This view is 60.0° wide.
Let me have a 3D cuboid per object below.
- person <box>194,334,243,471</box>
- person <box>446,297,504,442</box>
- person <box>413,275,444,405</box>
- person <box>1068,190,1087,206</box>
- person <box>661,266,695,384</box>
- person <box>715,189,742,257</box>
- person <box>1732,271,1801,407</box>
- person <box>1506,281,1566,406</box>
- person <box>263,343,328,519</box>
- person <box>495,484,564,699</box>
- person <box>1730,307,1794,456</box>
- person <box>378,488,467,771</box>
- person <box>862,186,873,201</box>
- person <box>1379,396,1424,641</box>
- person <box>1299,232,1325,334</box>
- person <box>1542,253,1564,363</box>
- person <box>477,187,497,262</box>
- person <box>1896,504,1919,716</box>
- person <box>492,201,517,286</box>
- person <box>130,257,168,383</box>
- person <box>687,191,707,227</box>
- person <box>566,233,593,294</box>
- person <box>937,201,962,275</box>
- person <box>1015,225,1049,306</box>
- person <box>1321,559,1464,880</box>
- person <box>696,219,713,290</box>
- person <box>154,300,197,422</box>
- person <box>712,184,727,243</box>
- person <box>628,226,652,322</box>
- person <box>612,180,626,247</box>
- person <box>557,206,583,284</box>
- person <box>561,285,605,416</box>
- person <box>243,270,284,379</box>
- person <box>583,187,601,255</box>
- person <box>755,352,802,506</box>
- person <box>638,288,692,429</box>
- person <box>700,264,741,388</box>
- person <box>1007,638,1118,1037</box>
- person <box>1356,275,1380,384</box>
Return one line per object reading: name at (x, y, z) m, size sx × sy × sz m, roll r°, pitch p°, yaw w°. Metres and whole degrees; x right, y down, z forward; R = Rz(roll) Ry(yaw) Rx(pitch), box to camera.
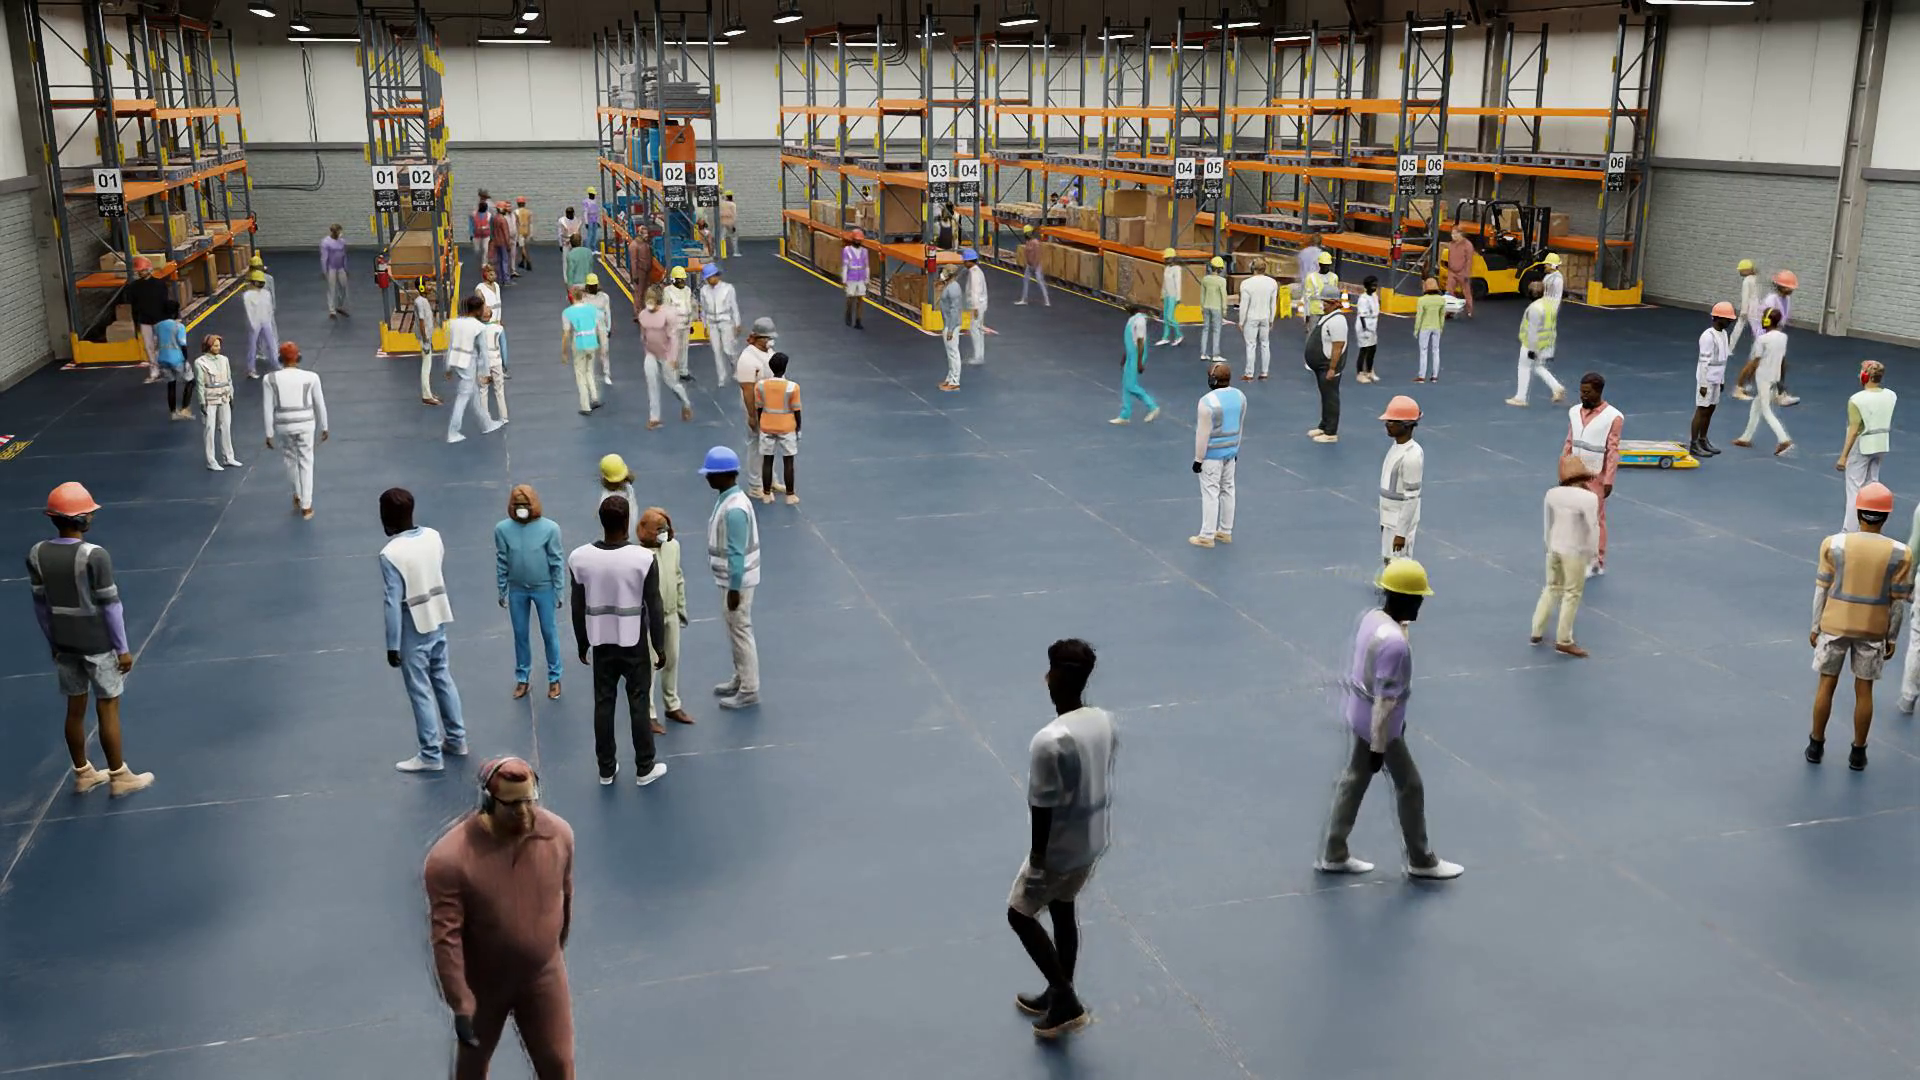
person at (-8.917, -1.650, 19.934) m, size 0.313 × 1.634 × 0.514 m, roll 6°, pitch 16°, yaw 22°
person at (-6.378, -2.247, 21.756) m, size 0.587 × 1.844 × 1.013 m, roll 10°, pitch 18°, yaw 33°
person at (-7.757, -2.911, 24.219) m, size 0.329 × 1.872 × 0.511 m, roll -4°, pitch 15°, yaw -15°
person at (3.273, -8.626, 45.608) m, size 0.634 × 1.929 × 0.555 m, roll -6°, pitch 16°, yaw -21°
person at (-4.376, -3.362, 25.988) m, size 0.403 × 1.830 × 0.601 m, roll 10°, pitch 18°, yaw 32°
person at (-6.524, -8.848, 46.536) m, size 0.596 × 1.894 × 0.918 m, roll 9°, pitch 18°, yaw 32°
person at (11.739, -2.908, 24.045) m, size 0.616 × 1.949 × 1.110 m, roll -10°, pitch 18°, yaw -32°
person at (8.352, -2.817, 23.965) m, size 0.710 × 1.818 × 0.635 m, roll 12°, pitch 19°, yaw 37°
person at (-7.109, -1.205, 17.857) m, size 0.607 × 1.833 × 0.969 m, roll -4°, pitch 15°, yaw -15°
person at (-3.172, 0.378, 12.309) m, size 0.501 × 1.628 × 0.279 m, roll 1°, pitch 15°, yaw 2°
person at (10.155, -1.994, 20.853) m, size 0.536 × 1.840 × 0.926 m, roll -8°, pitch 17°, yaw -27°
person at (-3.579, 0.587, 11.003) m, size 0.409 × 1.905 × 0.605 m, roll 4°, pitch 15°, yaw 15°
person at (-2.733, -9.535, 49.179) m, size 0.328 × 1.859 × 0.511 m, roll -9°, pitch 18°, yaw -32°
person at (3.544, -0.161, 13.536) m, size 0.371 × 2.044 × 0.608 m, roll 0°, pitch 15°, yaw 1°
person at (6.602, -4.805, 31.251) m, size 0.489 × 1.922 × 0.628 m, roll -12°, pitch 19°, yaw -39°
person at (9.924, -3.913, 28.057) m, size 0.403 × 1.834 × 0.588 m, roll 0°, pitch 15°, yaw 0°
person at (-12.847, -8.567, 45.176) m, size 0.582 × 2.000 × 0.696 m, roll -2°, pitch 15°, yaw -8°
person at (7.087, 0.332, 11.886) m, size 0.612 × 1.940 × 0.419 m, roll 10°, pitch 18°, yaw 34°
person at (-10.832, -7.017, 39.448) m, size 0.392 × 1.985 × 0.610 m, roll -14°, pitch 20°, yaw -42°
person at (-12.601, -3.416, 25.909) m, size 0.621 × 1.978 × 0.405 m, roll 0°, pitch 15°, yaw 1°
person at (-7.391, -8.981, 46.825) m, size 0.622 × 1.990 × 0.402 m, roll -11°, pitch 18°, yaw -36°
person at (-7.100, -4.771, 31.107) m, size 0.364 × 1.933 × 0.630 m, roll 10°, pitch 18°, yaw 33°
person at (-0.267, -7.621, 41.997) m, size 0.633 × 1.843 × 0.429 m, roll -1°, pitch 15°, yaw -5°
person at (1.576, -5.898, 35.716) m, size 0.660 × 1.734 × 0.550 m, roll -9°, pitch 17°, yaw -30°
person at (2.493, 1.024, 9.359) m, size 0.879 × 1.889 × 0.604 m, roll 0°, pitch 15°, yaw 1°
person at (-5.982, -6.631, 38.656) m, size 0.514 × 1.642 × 0.310 m, roll 5°, pitch 16°, yaw 19°
person at (-10.781, -2.454, 22.842) m, size 0.560 × 1.683 × 0.358 m, roll 5°, pitch 16°, yaw 19°
person at (-7.423, -10.058, 51.182) m, size 0.404 × 1.832 × 0.592 m, roll -9°, pitch 17°, yaw -30°
person at (-6.310, -5.286, 33.110) m, size 0.400 × 1.900 × 0.644 m, roll 5°, pitch 16°, yaw 18°
person at (-10.249, -9.842, 50.066) m, size 0.609 × 1.992 × 0.383 m, roll 13°, pitch 20°, yaw 41°
person at (-9.351, -7.091, 40.013) m, size 0.619 × 1.839 × 0.430 m, roll -9°, pitch 17°, yaw -30°
person at (-5.299, -2.665, 23.393) m, size 0.465 × 1.816 × 0.634 m, roll 14°, pitch 20°, yaw 41°
person at (-11.012, -3.380, 26.268) m, size 0.915 × 1.722 × 0.534 m, roll 10°, pitch 18°, yaw 32°
person at (-10.458, -9.083, 47.337) m, size 0.386 × 1.922 × 0.594 m, roll 7°, pitch 16°, yaw 24°
person at (-1.971, -1.203, 18.140) m, size 0.534 × 1.690 × 0.319 m, roll 3°, pitch 15°, yaw 12°
person at (-4.011, -2.492, 22.579) m, size 0.652 × 1.906 × 0.837 m, roll 7°, pitch 16°, yaw 23°
person at (-3.686, -3.313, 25.663) m, size 0.658 × 1.904 × 0.509 m, roll 4°, pitch 15°, yaw 15°
person at (0.472, 1.405, 7.836) m, size 0.430 × 1.937 × 0.638 m, roll 11°, pitch 18°, yaw 35°
person at (6.385, -3.300, 26.031) m, size 0.341 × 1.688 × 0.572 m, roll 12°, pitch 19°, yaw 38°
